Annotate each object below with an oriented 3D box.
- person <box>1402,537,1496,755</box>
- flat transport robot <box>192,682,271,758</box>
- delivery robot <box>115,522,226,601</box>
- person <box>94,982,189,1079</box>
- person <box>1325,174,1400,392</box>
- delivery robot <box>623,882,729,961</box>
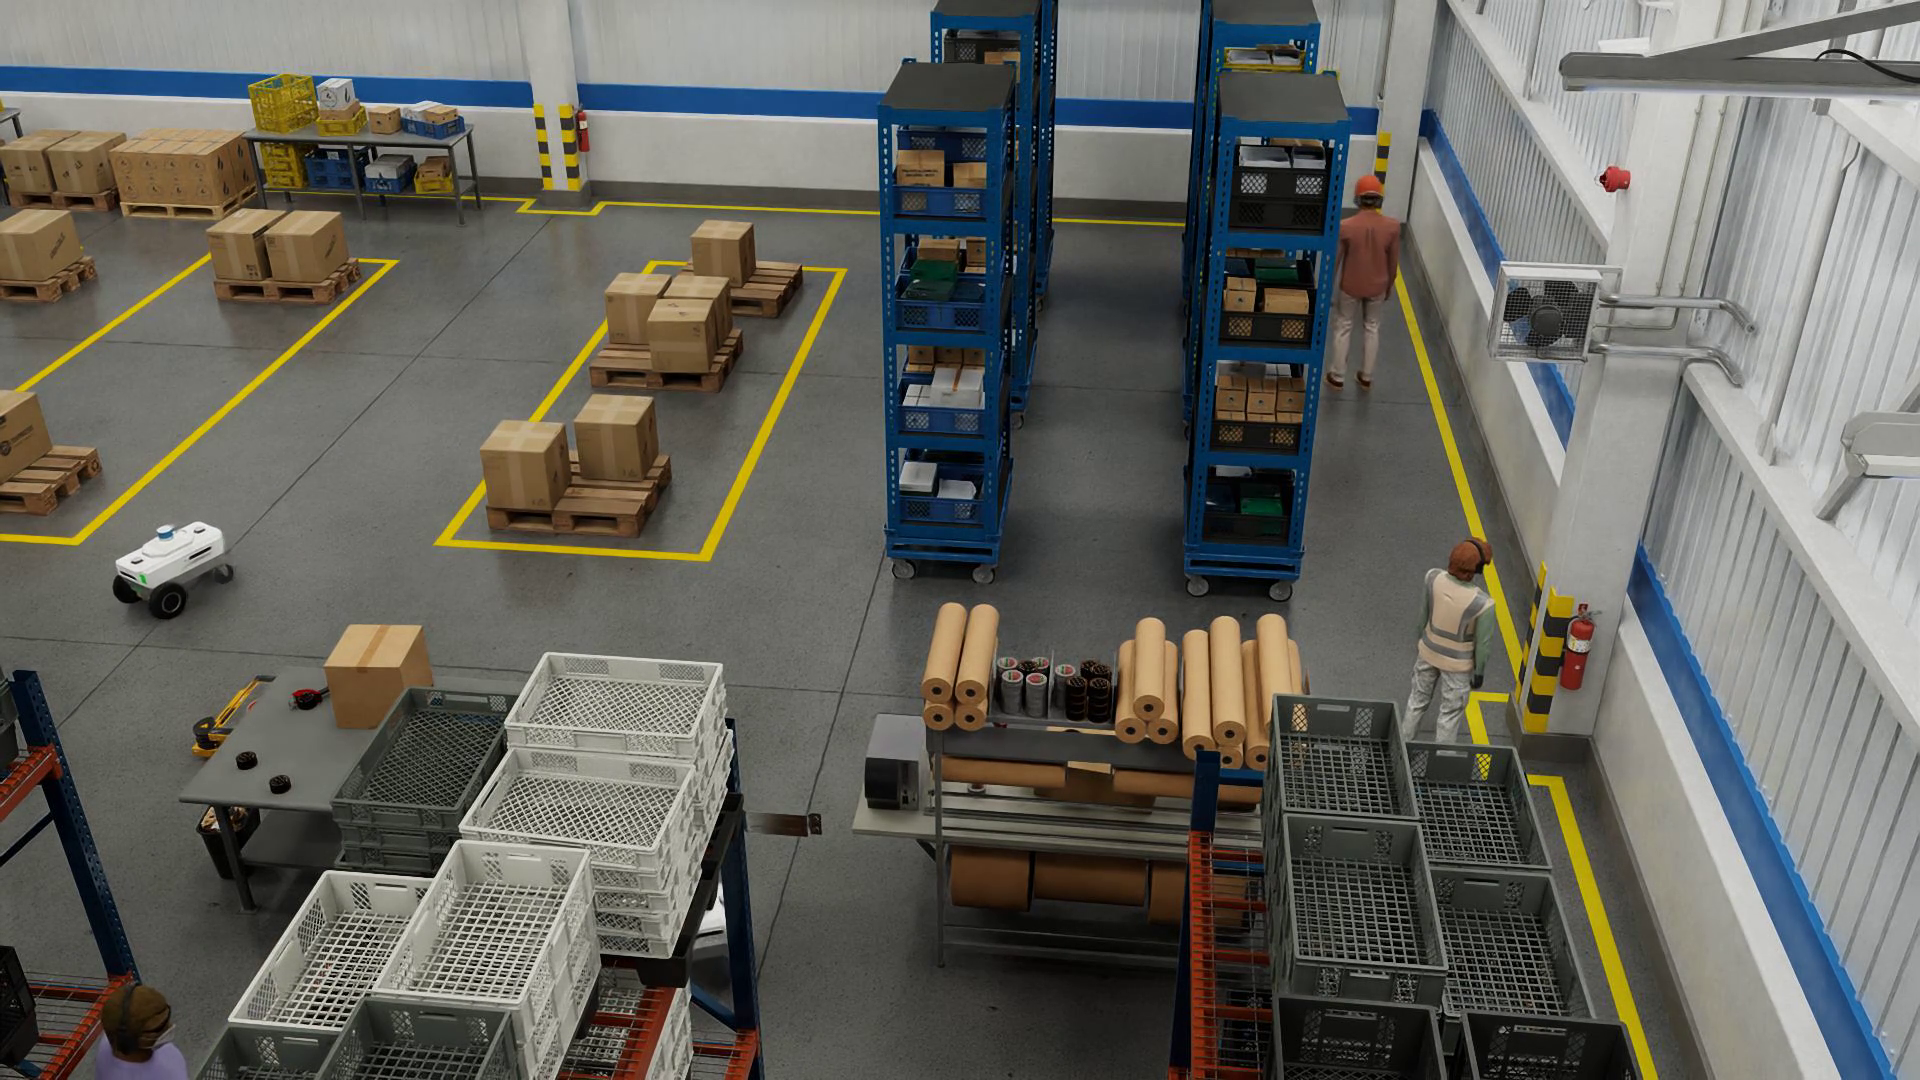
[{"bbox_3d":[2.960,0.720,10.070,0.316,1.630,0.510,-22,37,-32],"label":"person"},{"bbox_3d":[-4.089,1.163,10.648,1.431,0.197,0.652,3,30,6],"label":"flat transport robot"},{"bbox_3d":[-5.712,0.127,12.059,0.477,0.478,0.707,17,35,27],"label":"delivery robot"},{"bbox_3d":[-3.142,2.528,6.664,0.370,1.934,0.627,-16,34,-25],"label":"person"},{"bbox_3d":[3.565,-2.287,14.897,0.635,1.970,0.454,0,30,0],"label":"person"},{"bbox_3d":[-1.488,2.021,8.805,0.707,0.478,0.477,-8,31,-13],"label":"delivery robot"}]
